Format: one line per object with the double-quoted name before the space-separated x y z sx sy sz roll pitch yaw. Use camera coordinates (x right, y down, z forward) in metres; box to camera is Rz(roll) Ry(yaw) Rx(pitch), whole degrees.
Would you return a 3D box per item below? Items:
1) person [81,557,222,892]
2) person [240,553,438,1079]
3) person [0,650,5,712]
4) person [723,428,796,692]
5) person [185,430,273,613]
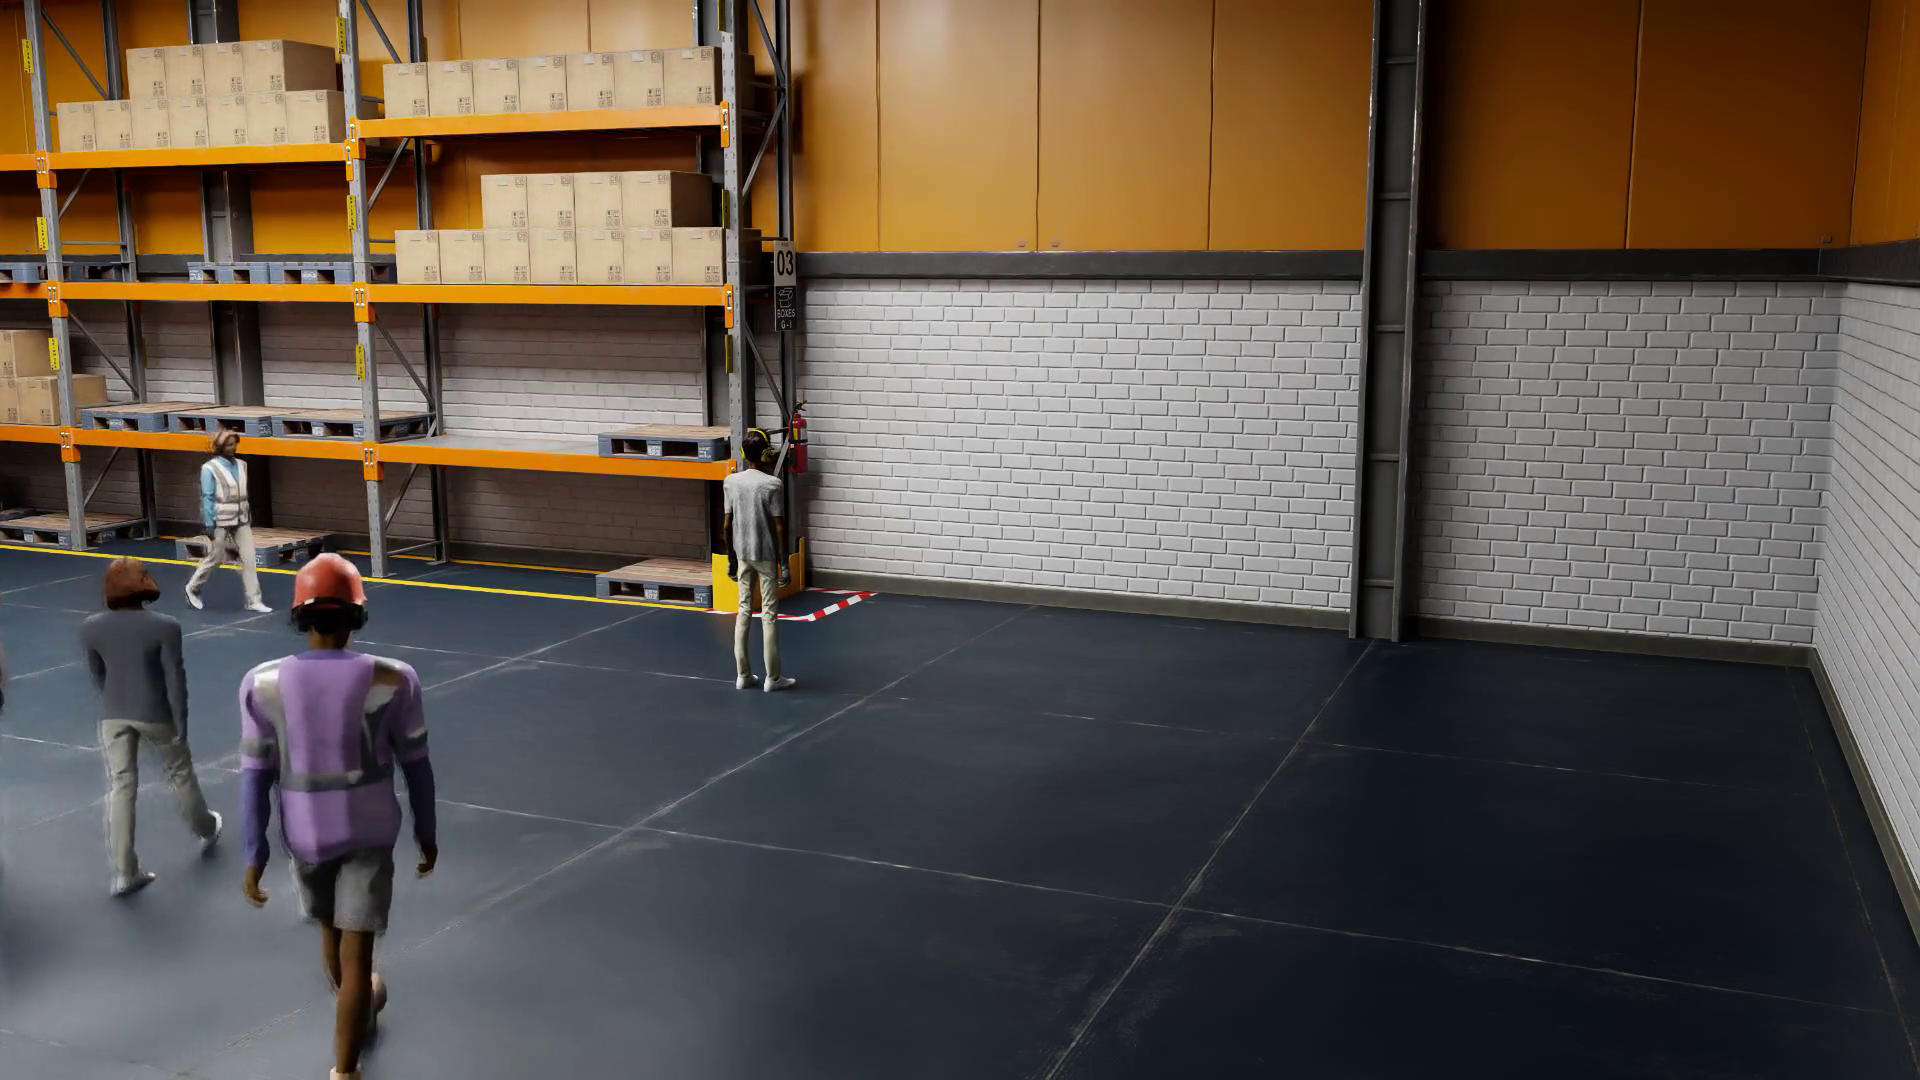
"person" -4.025 0.869 8.218 0.502 1.588 0.835 -1 9 -5
"person" -2.231 1.032 6.041 0.630 1.985 1.077 -1 9 -9
"person" -5.111 0.734 8.182 0.506 1.882 0.663 9 13 44
"person" -1.425 0.144 11.790 0.528 1.871 0.323 4 10 22
"person" -6.404 -0.161 14.431 0.767 1.614 0.526 3 10 20
